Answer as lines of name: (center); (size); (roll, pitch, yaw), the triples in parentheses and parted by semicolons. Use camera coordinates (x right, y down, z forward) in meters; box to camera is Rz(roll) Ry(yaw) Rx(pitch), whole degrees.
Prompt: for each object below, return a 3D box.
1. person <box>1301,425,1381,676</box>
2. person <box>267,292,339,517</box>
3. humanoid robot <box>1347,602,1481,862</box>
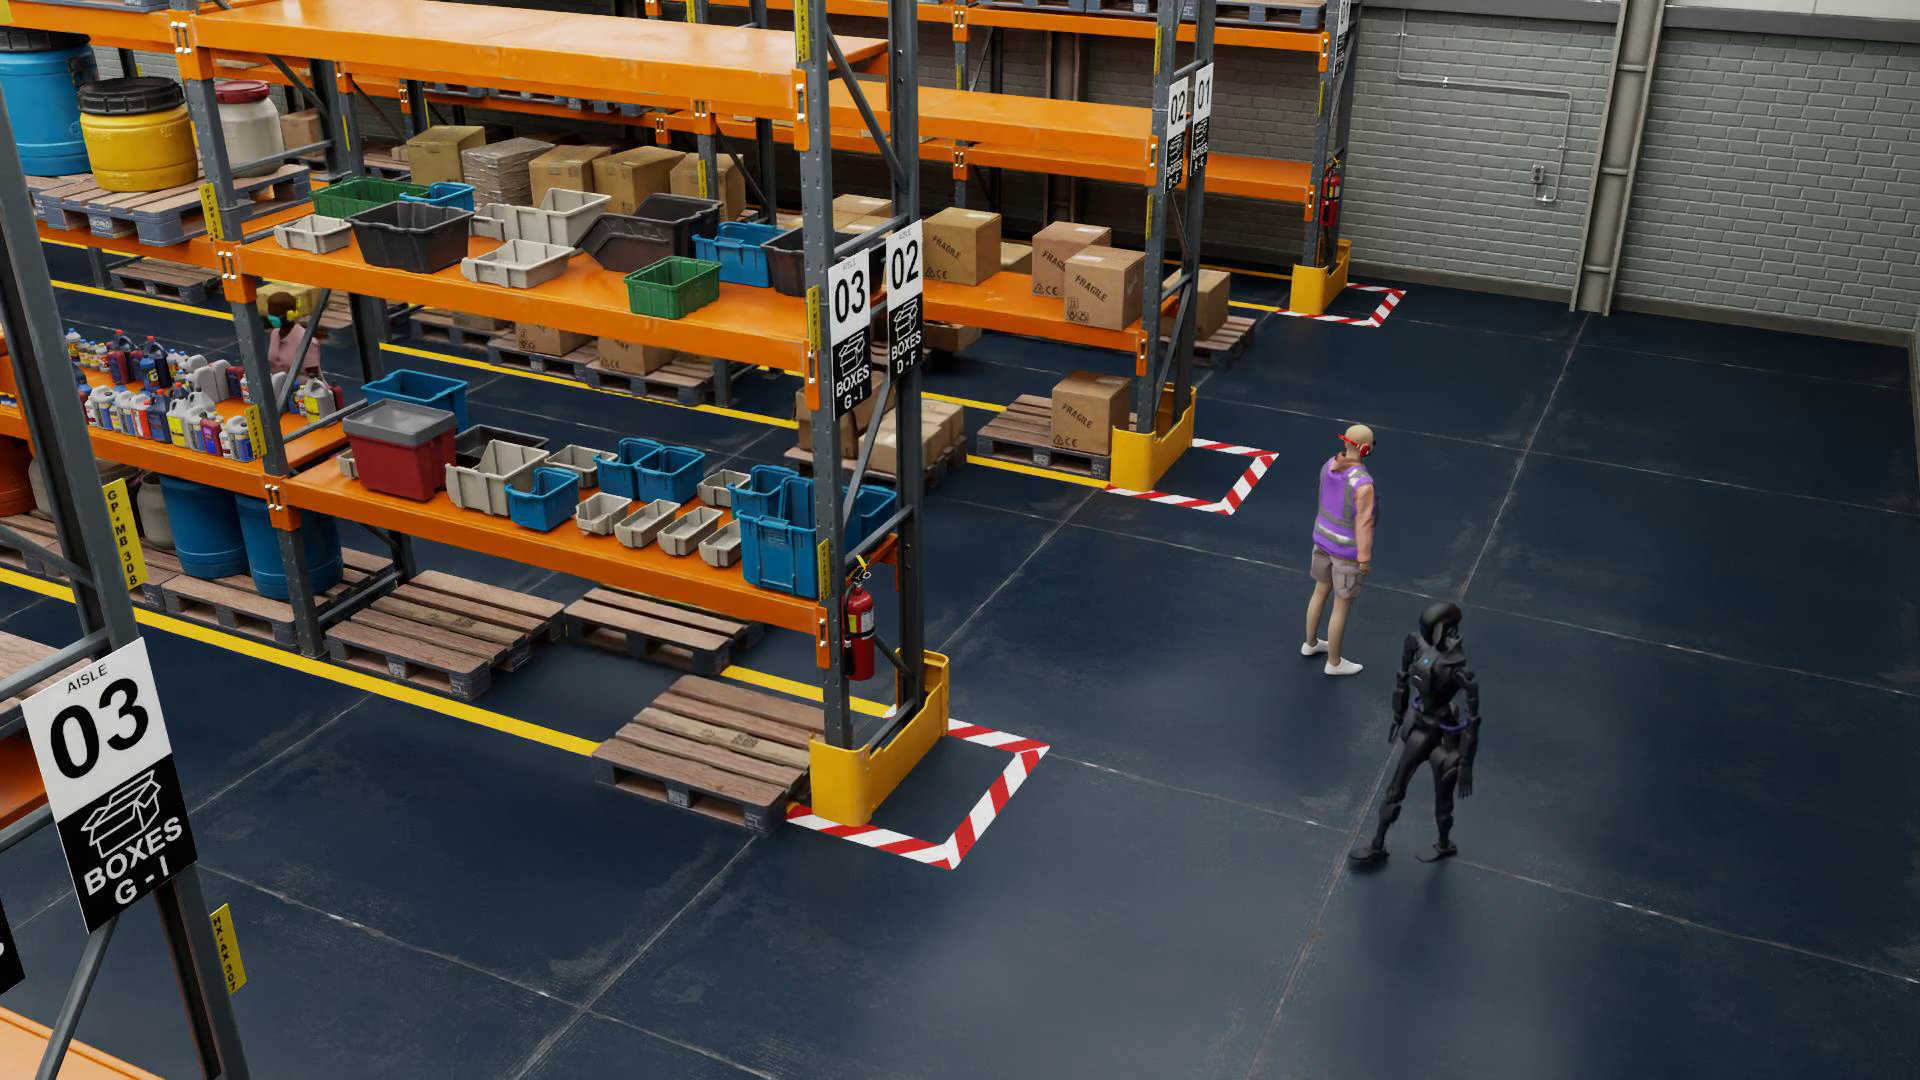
person: (2.426, 0.057, 10.590); (0.348, 1.688, 0.492); (-11, 28, -21)
person: (-5.003, -1.032, 12.678); (0.505, 1.793, 0.337); (15, 30, 27)
humanoid robot: (2.440, 1.031, 8.649); (0.626, 1.635, 0.617); (-14, 29, -26)
